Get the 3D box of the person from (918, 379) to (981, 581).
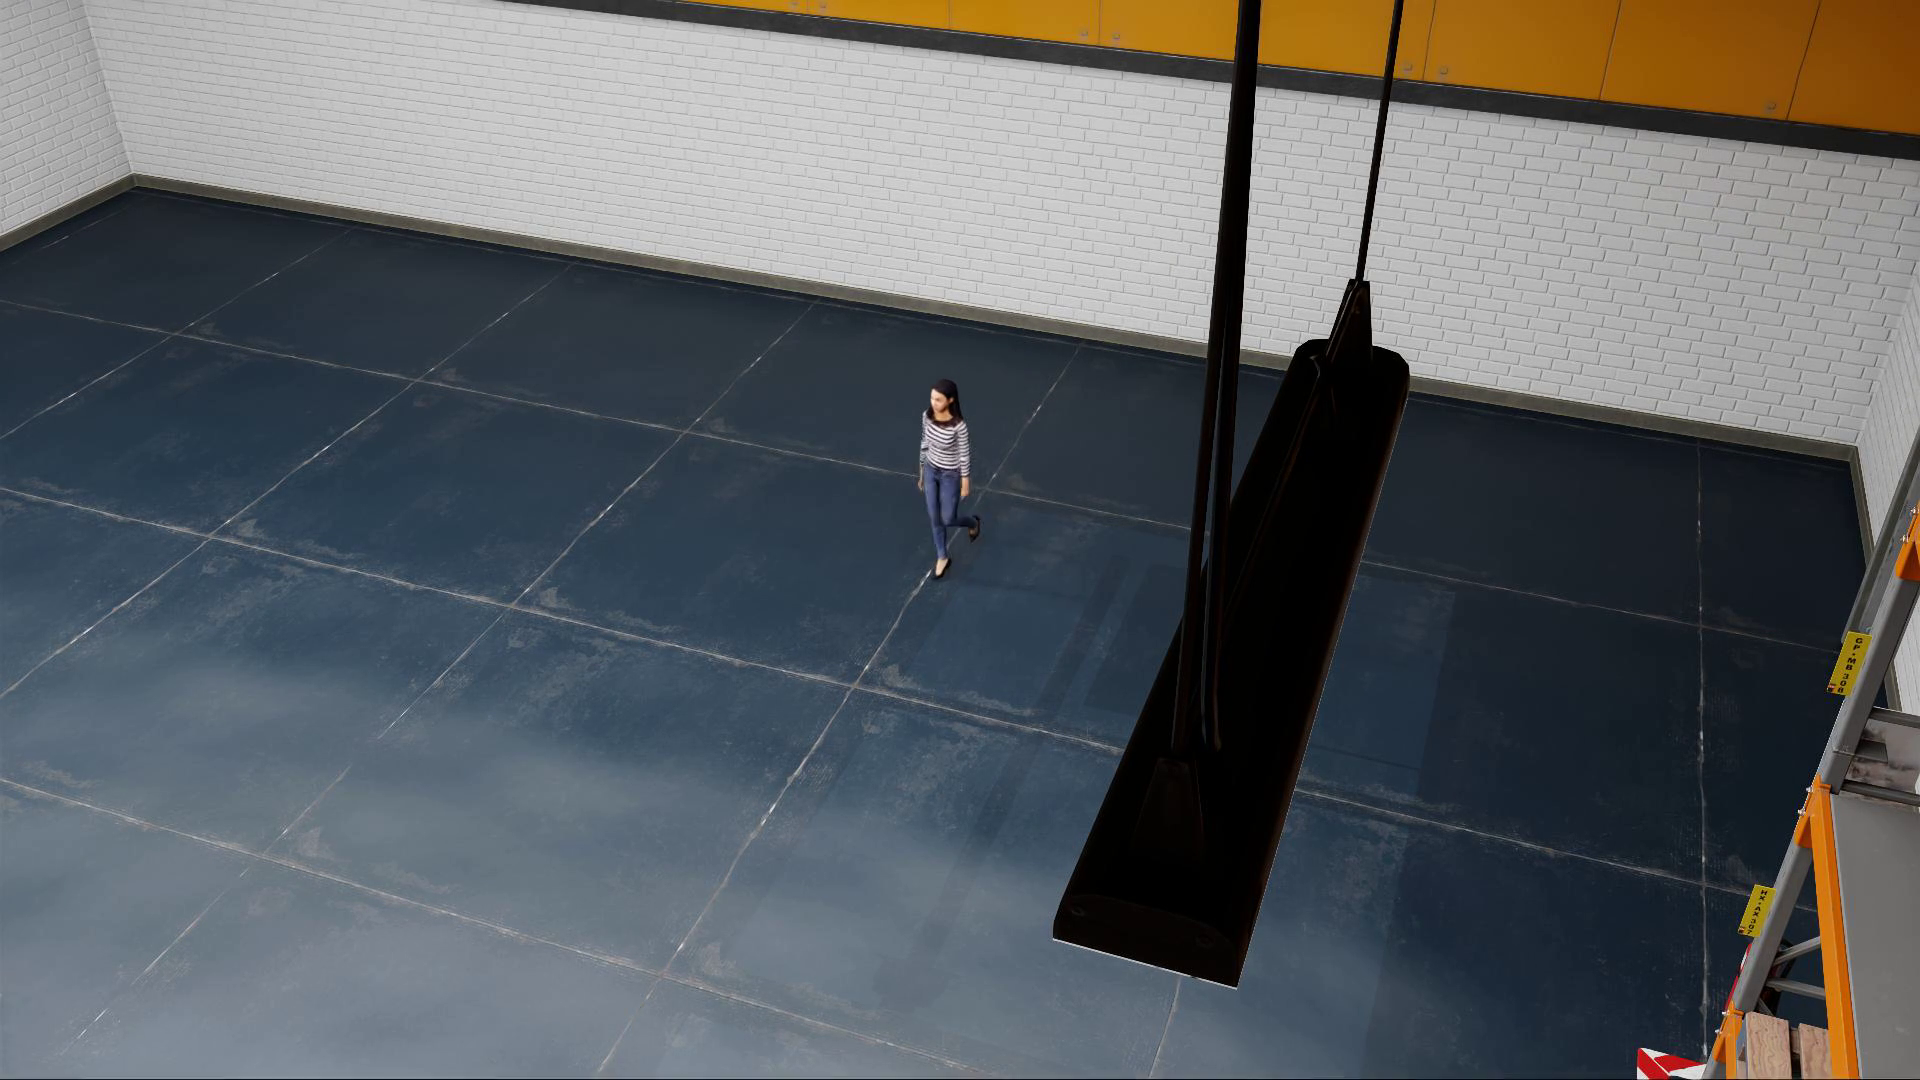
[{"bbox_3d":[-0.078,-0.507,13.333,0.743,1.779,0.914,24,40,31],"label":"person"}]
